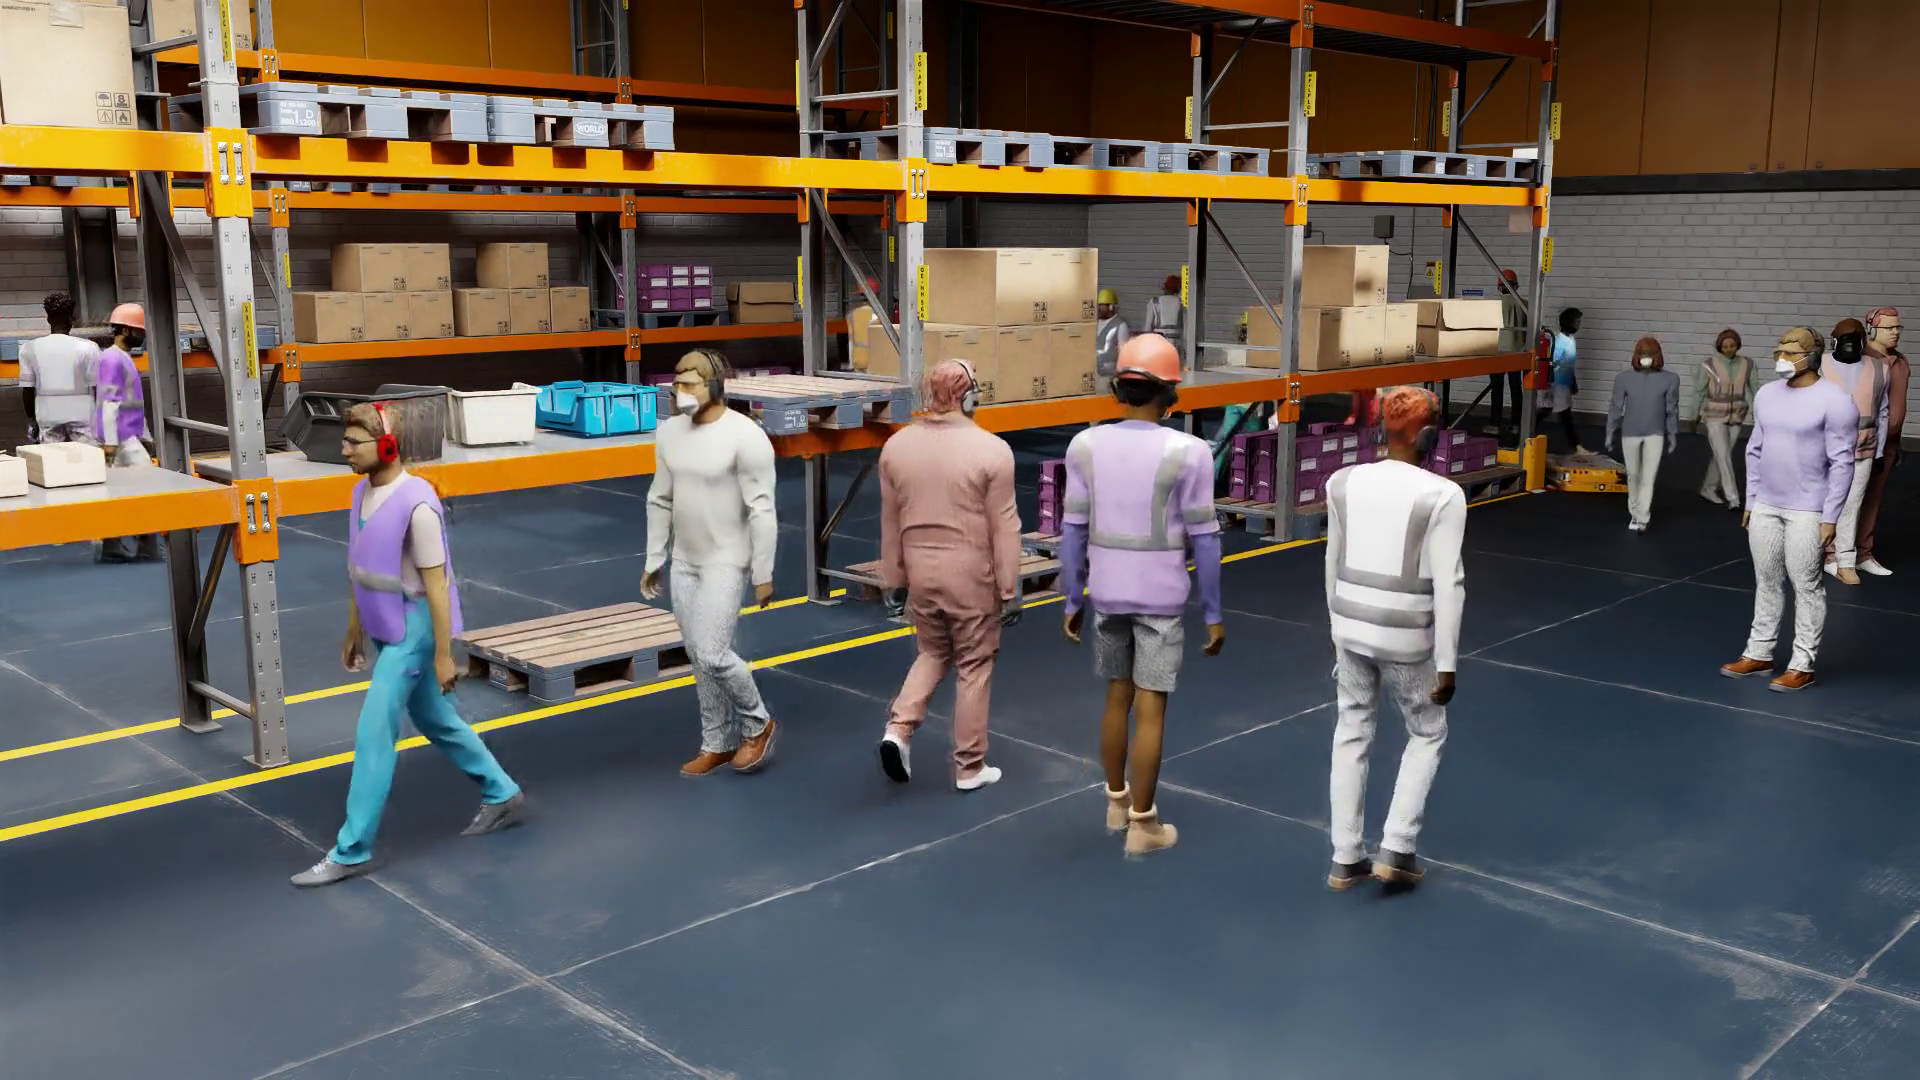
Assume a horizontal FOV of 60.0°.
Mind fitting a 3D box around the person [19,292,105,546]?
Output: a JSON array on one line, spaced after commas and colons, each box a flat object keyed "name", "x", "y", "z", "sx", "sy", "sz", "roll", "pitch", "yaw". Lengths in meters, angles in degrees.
[{"name": "person", "x": -6.940, "y": -0.935, "z": 12.945, "sx": 0.611, "sy": 1.964, "sz": 0.364, "roll": -2, "pitch": 11, "yaw": -11}]

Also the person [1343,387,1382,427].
[{"name": "person", "x": 4.257, "y": -1.667, "z": 17.527, "sx": 0.566, "sy": 1.744, "sz": 0.556, "roll": -4, "pitch": 11, "yaw": -21}]

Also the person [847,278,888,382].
[{"name": "person", "x": -1.070, "y": -2.031, "z": 19.058, "sx": 0.543, "sy": 1.923, "sz": 0.531, "roll": 6, "pitch": 12, "yaw": 29}]

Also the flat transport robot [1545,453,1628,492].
[{"name": "flat transport robot", "x": 6.023, "y": -0.657, "z": 16.056, "sx": 0.652, "sy": 0.197, "sz": 1.431, "roll": 1, "pitch": 10, "yaw": 7}]

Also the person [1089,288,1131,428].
[{"name": "person", "x": 1.732, "y": -1.967, "z": 19.005, "sx": 0.746, "sy": 1.811, "sz": 0.599, "roll": -8, "pitch": 13, "yaw": -37}]

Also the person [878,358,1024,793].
[{"name": "person", "x": -0.053, "y": 0.174, "z": 7.120, "sx": 0.650, "sy": 1.893, "sz": 0.519, "roll": 7, "pitch": 12, "yaw": 33}]

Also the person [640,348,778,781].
[{"name": "person", "x": -1.112, "y": 0.119, "z": 7.319, "sx": 0.632, "sy": 1.920, "sz": 0.428, "roll": 9, "pitch": 14, "yaw": 40}]

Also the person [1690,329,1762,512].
[{"name": "person", "x": 6.766, "y": -1.062, "z": 14.663, "sx": 0.580, "sy": 1.586, "sz": 0.834, "roll": 0, "pitch": 10, "yaw": 0}]

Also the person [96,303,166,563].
[{"name": "person", "x": -6.050, "y": -0.776, "z": 12.236, "sx": 0.712, "sy": 1.902, "sz": 0.572, "roll": -3, "pitch": 11, "yaw": -18}]

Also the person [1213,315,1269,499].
[{"name": "person", "x": 2.582, "y": -1.222, "z": 15.191, "sx": 0.900, "sy": 1.727, "sz": 0.536, "roll": -9, "pitch": 14, "yaw": -40}]

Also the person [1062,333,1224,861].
[{"name": "person", "x": 0.728, "y": 0.215, "z": 6.513, "sx": 0.627, "sy": 2.042, "sz": 0.495, "roll": 7, "pitch": 12, "yaw": 33}]

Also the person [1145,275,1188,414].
[{"name": "person", "x": 2.809, "y": -2.619, "z": 22.421, "sx": 0.623, "sy": 1.867, "sz": 0.415, "roll": 0, "pitch": 10, "yaw": 2}]

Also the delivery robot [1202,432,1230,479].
[{"name": "delivery robot", "x": 2.253, "y": -0.779, "z": 15.693, "sx": 0.707, "sy": 0.478, "sz": 0.477, "roll": -7, "pitch": 13, "yaw": -35}]

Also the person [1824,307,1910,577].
[{"name": "person", "x": 6.410, "y": -0.677, "z": 11.702, "sx": 0.639, "sy": 1.909, "sz": 0.402, "roll": -4, "pitch": 11, "yaw": -21}]

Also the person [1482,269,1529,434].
[{"name": "person", "x": 6.618, "y": -2.278, "z": 20.198, "sx": 0.612, "sy": 1.991, "sz": 0.392, "roll": -2, "pitch": 11, "yaw": -10}]

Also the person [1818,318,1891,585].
[{"name": "person", "x": 6.069, "y": -0.606, "z": 11.494, "sx": 0.635, "sy": 1.842, "sz": 0.429, "roll": 2, "pitch": 11, "yaw": 12}]

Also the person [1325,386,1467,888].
[{"name": "person", "x": 1.577, "y": 0.372, "z": 6.097, "sx": 0.614, "sy": 1.866, "sz": 0.472, "roll": 9, "pitch": 14, "yaw": 42}]

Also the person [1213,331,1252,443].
[{"name": "person", "x": 2.817, "y": -1.387, "z": 16.454, "sx": 0.866, "sy": 1.580, "sz": 0.499, "roll": -4, "pitch": 11, "yaw": -20}]

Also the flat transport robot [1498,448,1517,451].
[{"name": "flat transport robot", "x": 5.157, "y": -0.851, "z": 17.112, "sx": 1.431, "sy": 0.197, "sz": 0.652, "roll": 7, "pitch": 13, "yaw": 34}]

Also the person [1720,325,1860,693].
[{"name": "person", "x": 4.412, "y": -0.164, "z": 8.816, "sx": 0.376, "sy": 1.940, "sz": 0.629, "roll": -4, "pitch": 11, "yaw": -20}]

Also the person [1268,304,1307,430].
[{"name": "person", "x": 3.541, "y": -1.869, "z": 18.253, "sx": 0.615, "sy": 1.882, "sz": 0.682, "roll": -6, "pitch": 12, "yaw": -30}]

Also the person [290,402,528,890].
[{"name": "person", "x": -2.112, "y": 0.356, "z": 6.374, "sx": 0.968, "sy": 1.803, "sz": 0.585, "roll": -8, "pitch": 13, "yaw": -39}]

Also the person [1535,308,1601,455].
[{"name": "person", "x": 6.412, "y": -1.654, "z": 17.739, "sx": 0.903, "sy": 1.636, "sz": 0.576, "roll": 6, "pitch": 12, "yaw": 31}]

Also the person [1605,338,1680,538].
[{"name": "person", "x": 5.464, "y": -0.823, "z": 13.353, "sx": 0.525, "sy": 1.579, "sz": 0.866, "roll": 5, "pitch": 12, "yaw": 27}]
